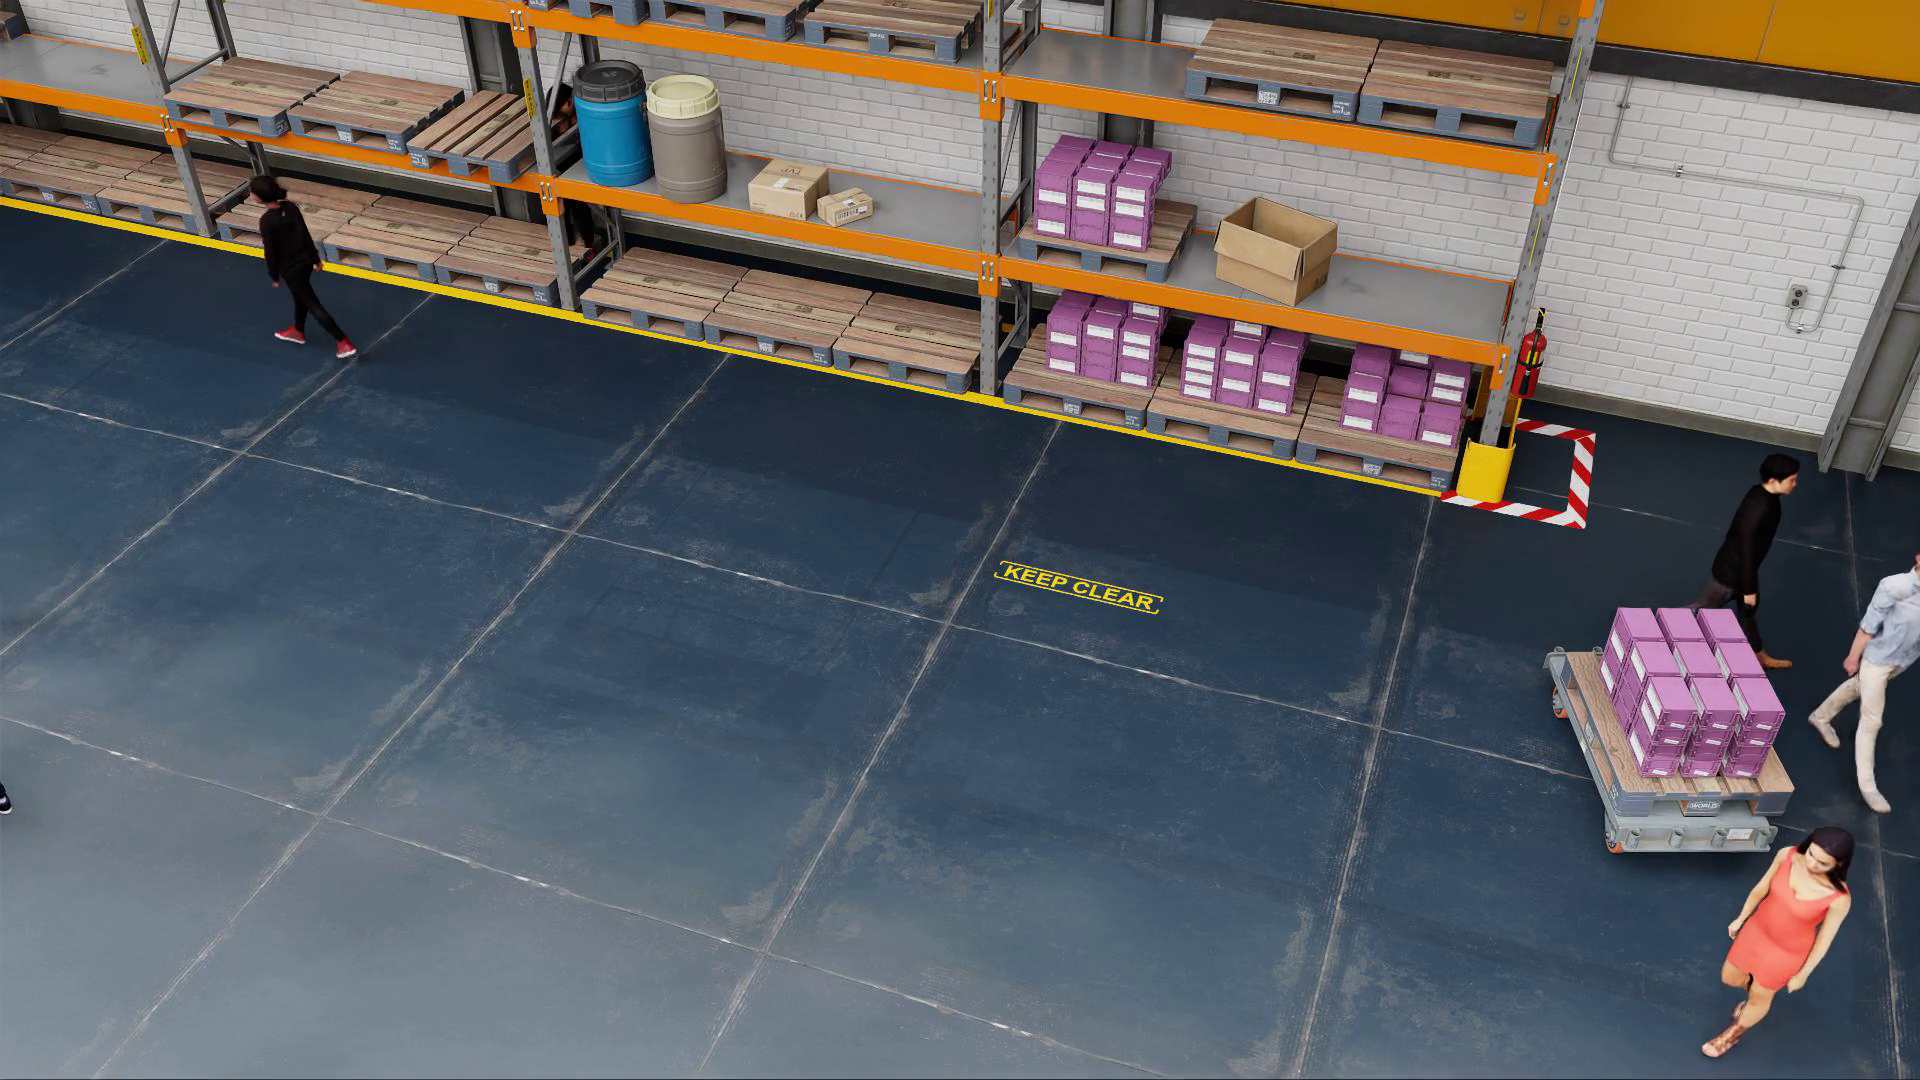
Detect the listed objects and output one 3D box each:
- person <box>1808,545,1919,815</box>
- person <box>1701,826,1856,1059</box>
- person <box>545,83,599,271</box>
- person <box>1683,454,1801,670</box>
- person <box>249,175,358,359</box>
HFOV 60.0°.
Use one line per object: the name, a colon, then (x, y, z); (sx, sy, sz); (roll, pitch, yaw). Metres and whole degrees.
person: (5.595, 0.656, 10.116); (1.214, 1.803, 1.117); (-7, 39, -8)
person: (4.222, 2.018, 8.484); (0.872, 1.712, 0.816); (-20, 43, -23)
person: (-3.557, -3.315, 15.093); (0.781, 1.797, 0.846); (-8, 39, -10)
person: (4.998, 0.144, 10.850); (1.144, 1.687, 0.881); (26, 46, 29)
person: (-5.462, -2.248, 13.884); (1.093, 1.638, 0.626); (15, 41, 18)
